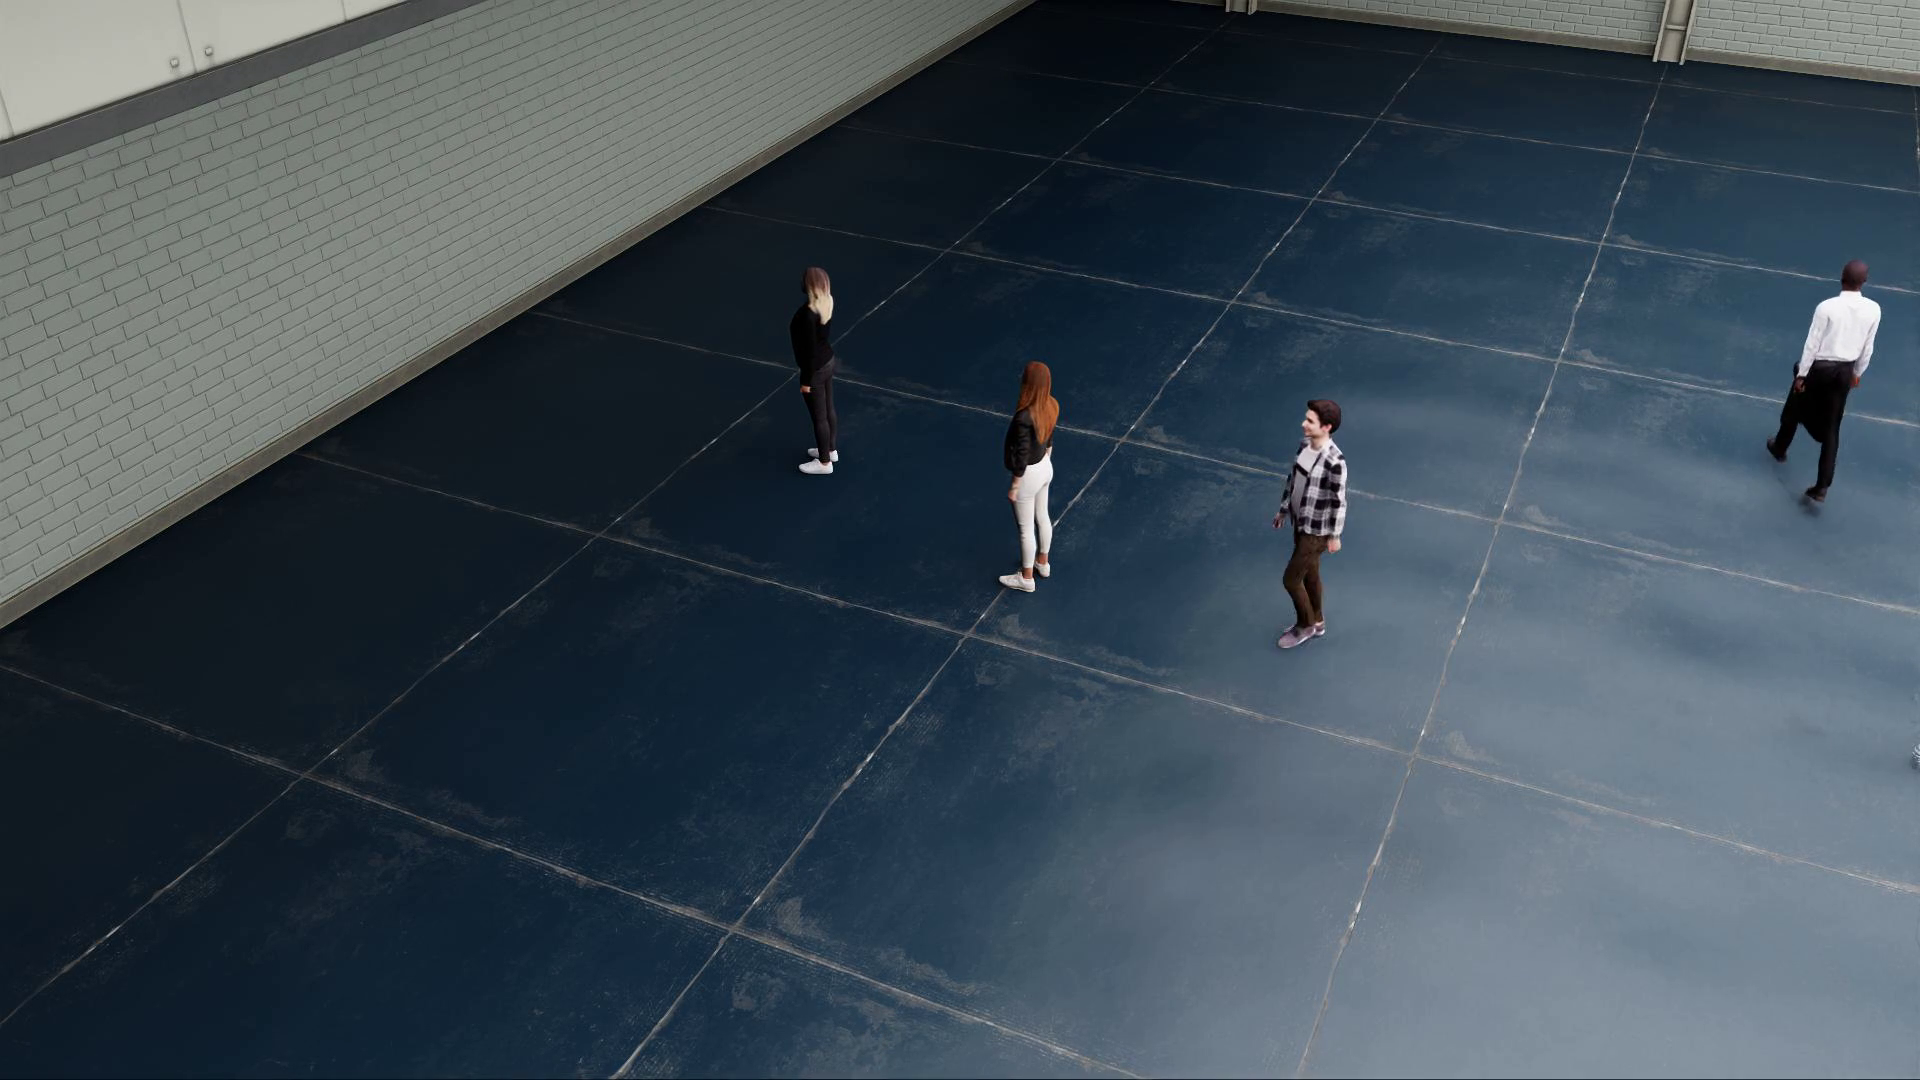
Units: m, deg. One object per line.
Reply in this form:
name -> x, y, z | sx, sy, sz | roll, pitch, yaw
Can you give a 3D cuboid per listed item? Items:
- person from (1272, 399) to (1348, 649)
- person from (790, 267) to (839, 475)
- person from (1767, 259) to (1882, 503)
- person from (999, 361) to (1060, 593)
person -> 2.350, -0.115, 10.718 | 0.809, 1.791, 0.760 | -7, 33, -11
person -> -1.078, -1.296, 12.691 | 0.595, 1.685, 0.647 | 7, 33, 11
person -> 6.469, -1.143, 12.354 | 1.297, 1.784, 1.009 | 4, 32, 7
person -> 0.491, -0.442, 11.318 | 0.566, 1.704, 0.623 | 20, 37, 28
